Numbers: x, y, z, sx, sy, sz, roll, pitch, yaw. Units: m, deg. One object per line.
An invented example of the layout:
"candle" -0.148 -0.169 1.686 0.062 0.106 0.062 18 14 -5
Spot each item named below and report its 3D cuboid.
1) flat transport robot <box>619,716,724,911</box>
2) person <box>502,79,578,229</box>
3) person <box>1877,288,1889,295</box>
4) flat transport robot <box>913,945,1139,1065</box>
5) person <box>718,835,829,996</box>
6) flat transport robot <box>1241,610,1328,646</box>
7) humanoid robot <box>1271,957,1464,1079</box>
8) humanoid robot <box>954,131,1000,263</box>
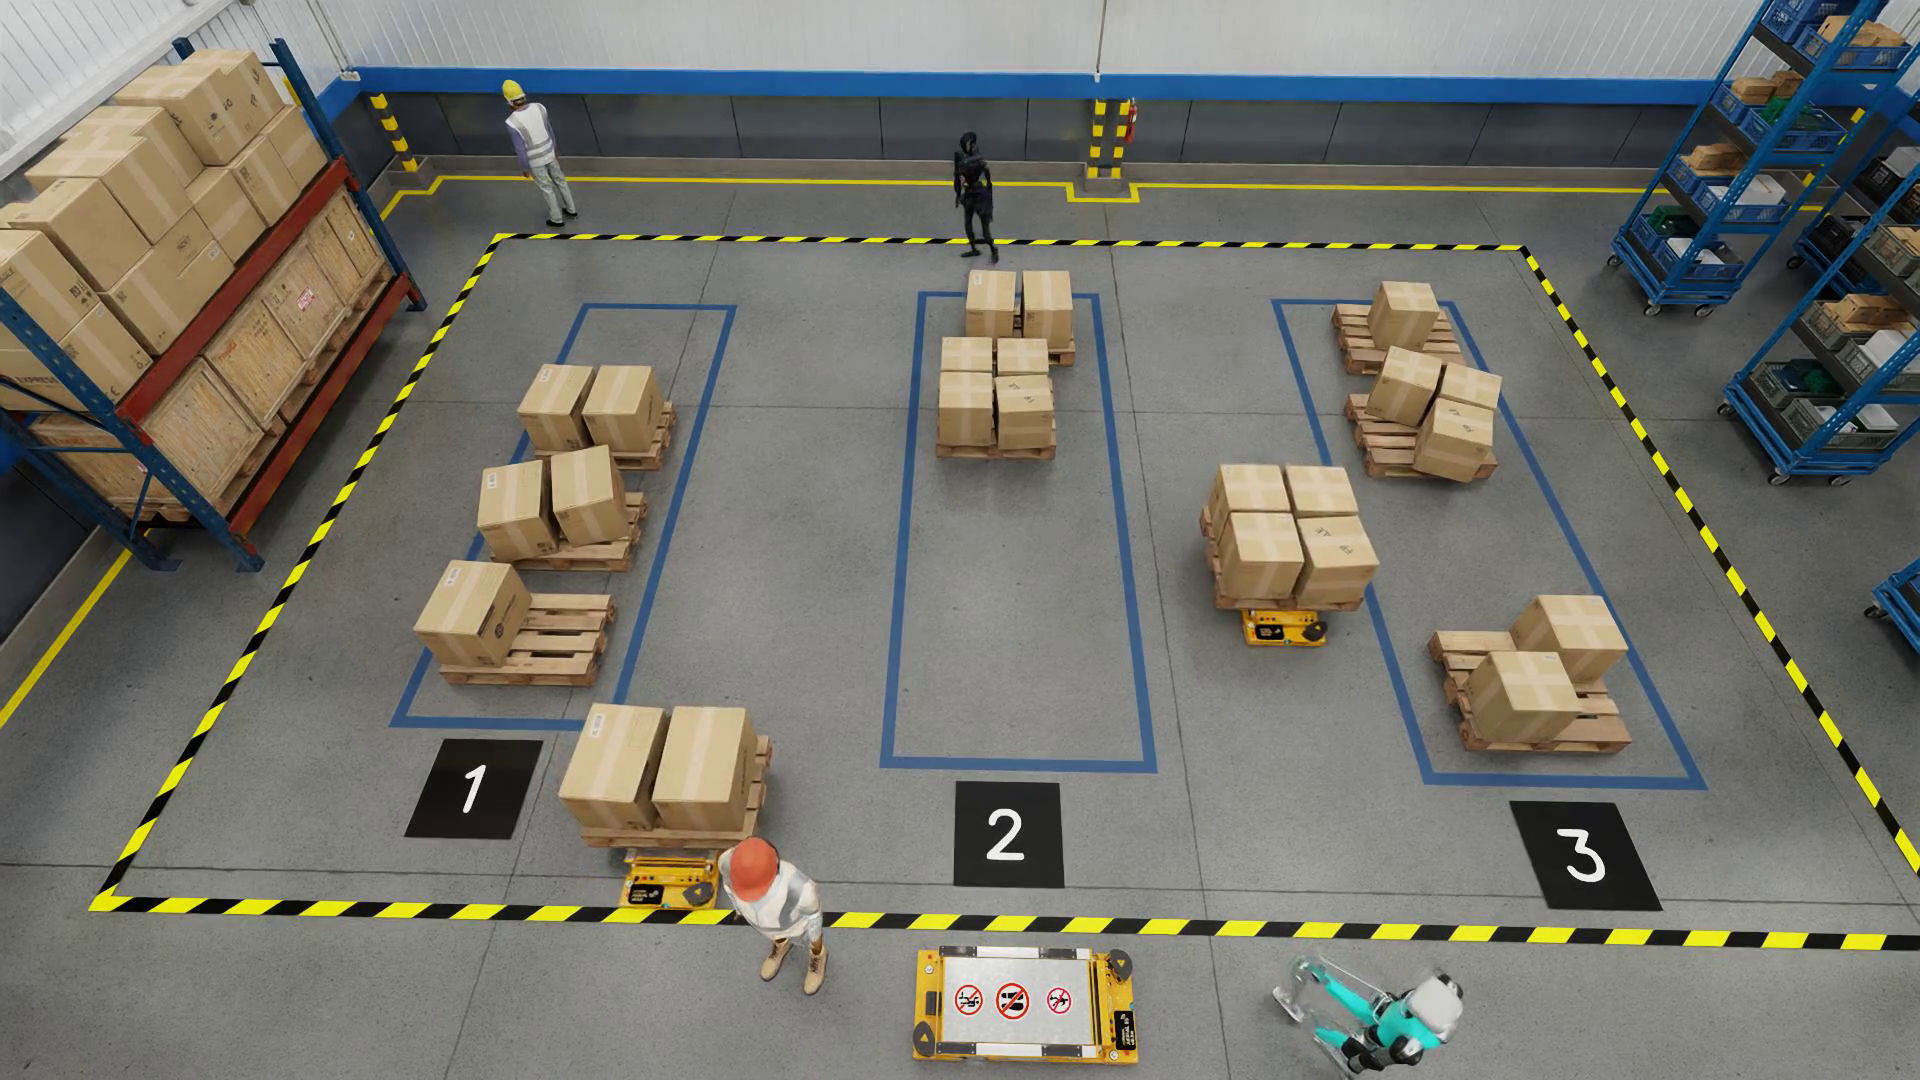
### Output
"flat transport robot" -2.045 1.998 6.839 0.652 0.197 1.431 1 51 1
"person" -5.225 -4.750 11.352 0.404 1.827 0.590 24 55 18
"person" 10.135 -2.684 9.673 0.546 1.813 0.973 -7 51 -6
"flat transport robot" 0.422 3.041 6.007 1.431 0.231 0.659 1 51 1
"person" -1.098 2.263 5.496 0.606 2.046 0.369 14 52 12
"flat transport robot" 2.802 0.296 8.226 0.652 0.197 1.431 1 51 1
"humanoid robot" 2.258 2.738 5.341 0.543 1.761 1.065 -36 59 -26
"humanoid robot" 0.218 -4.083 10.905 0.593 1.639 0.462 33 58 24
